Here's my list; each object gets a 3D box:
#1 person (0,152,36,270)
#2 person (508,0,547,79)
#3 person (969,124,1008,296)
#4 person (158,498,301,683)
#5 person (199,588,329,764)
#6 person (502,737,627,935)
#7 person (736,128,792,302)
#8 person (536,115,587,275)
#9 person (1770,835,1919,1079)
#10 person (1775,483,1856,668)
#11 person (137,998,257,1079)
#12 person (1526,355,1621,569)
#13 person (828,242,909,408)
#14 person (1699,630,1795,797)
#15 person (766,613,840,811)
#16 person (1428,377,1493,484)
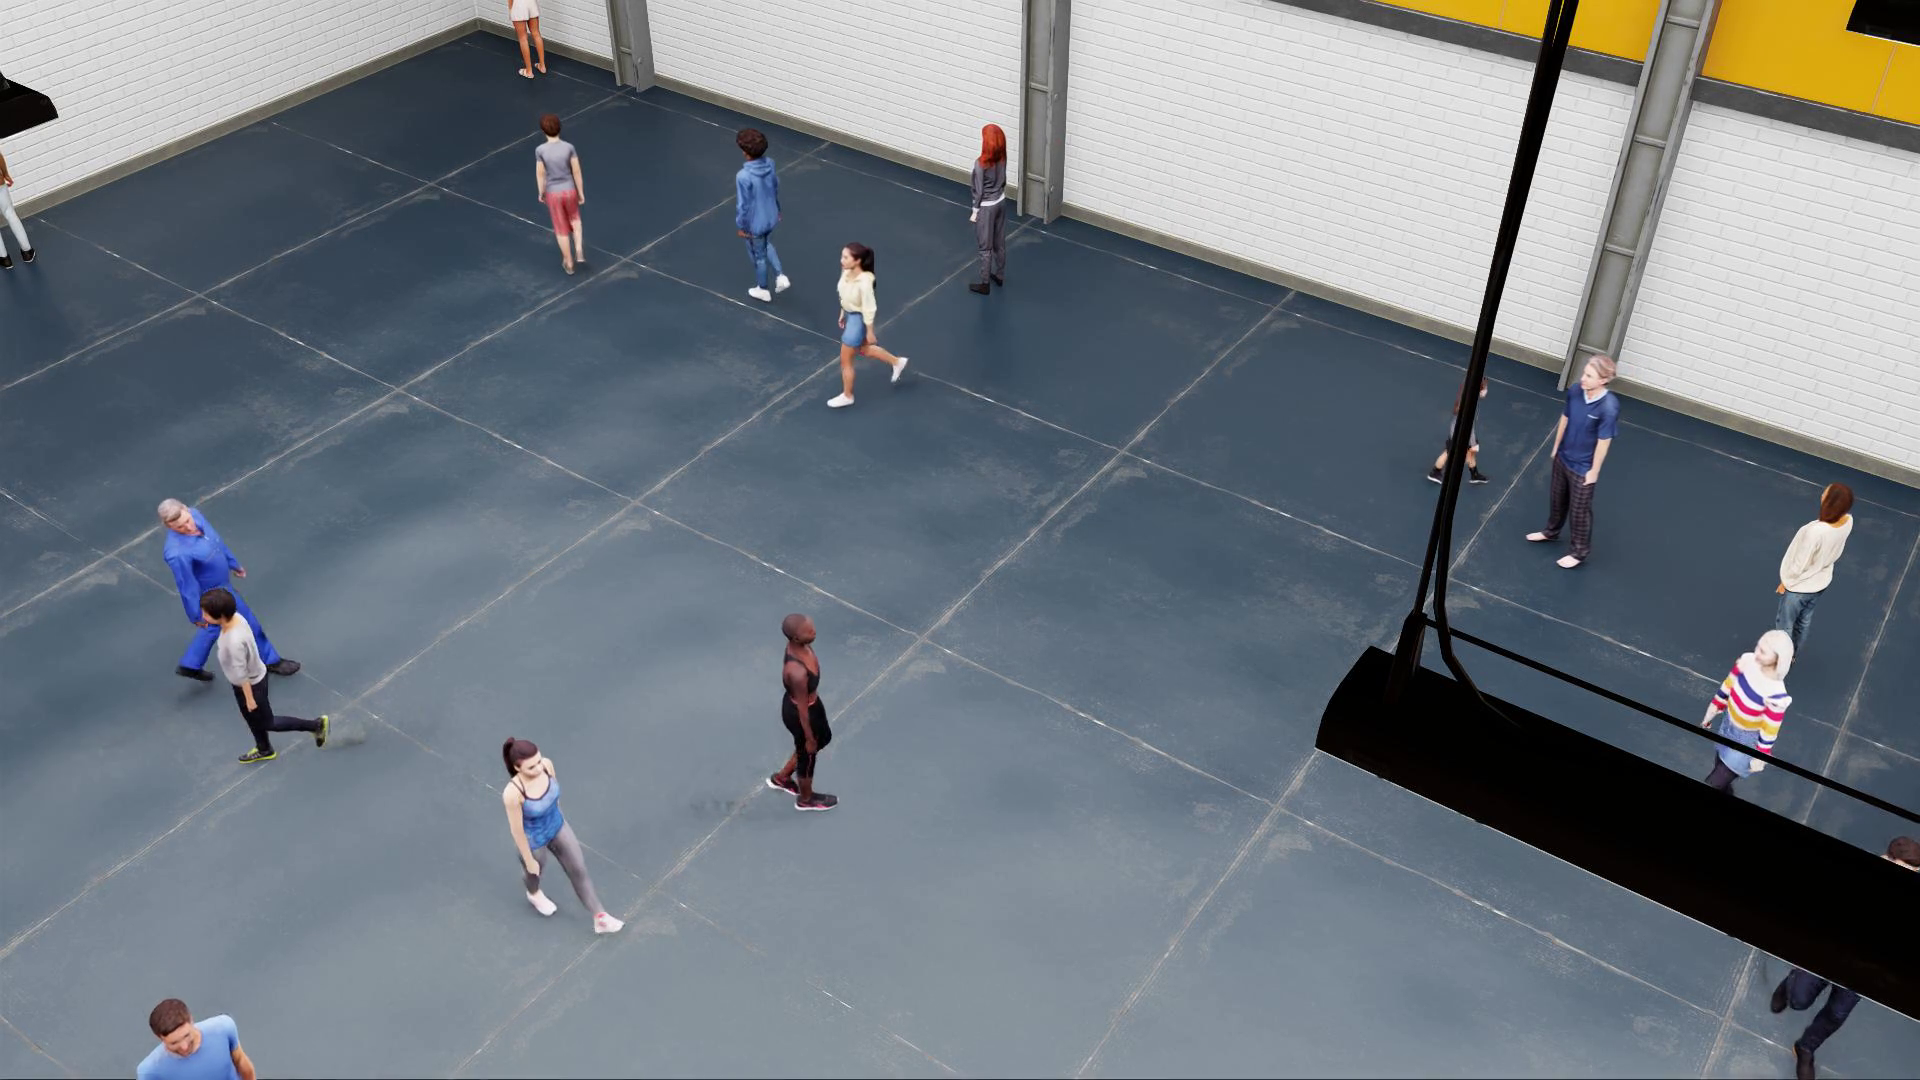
[{"bbox_3d":[-9.823,-3.612,16.729,0.703,1.816,0.639,-25,45,-28],"label":"person"},{"bbox_3d":[-5.391,-6.578,20.538,0.610,1.697,0.603,-31,48,-33],"label":"person"},{"bbox_3d":[0.294,-3.255,16.310,0.548,1.780,0.604,30,48,32],"label":"person"},{"bbox_3d":[-5.359,0.385,11.762,1.149,1.769,1.145,-16,41,-19],"label":"person"},{"bbox_3d":[-4.736,0.936,11.259,0.879,1.534,0.905,-16,41,-19],"label":"person"},{"bbox_3d":[-2.607,1.781,10.169,0.992,1.575,0.579,23,44,26],"label":"person"},{"bbox_3d":[-1.886,-3.108,16.112,0.693,1.799,0.689,26,45,29],"label":"person"},{"bbox_3d":[-3.970,-3.410,16.620,0.739,1.635,0.792,-14,41,-17],"label":"person"},{"bbox_3d":[4.973,2.257,9.352,0.903,1.850,0.827,13,40,15],"label":"person"},{"bbox_3d":[6.094,0.285,11.958,0.695,1.681,0.676,-20,43,-23],"label":"person"},{"bbox_3d":[-3.854,2.883,8.568,0.741,1.851,0.760,-24,45,-27],"label":"person"},{"bbox_3d":[4.834,-0.633,12.961,0.824,1.863,0.704,-17,42,-20],"label":"person"},{"bbox_3d":[-0.838,-1.945,14.810,1.050,1.605,1.088,-14,41,-17],"label":"person"},{"bbox_3d":[5.070,1.274,10.627,0.841,1.796,0.790,-4,39,-5],"label":"person"},{"bbox_3d":[-1.121,1.147,10.824,0.861,1.747,0.799,-4,39,-4],"label":"person"},{"bbox_3d":[4.164,-0.925,13.951,0.755,1.083,0.542,18,42,21],"label":"person"}]
